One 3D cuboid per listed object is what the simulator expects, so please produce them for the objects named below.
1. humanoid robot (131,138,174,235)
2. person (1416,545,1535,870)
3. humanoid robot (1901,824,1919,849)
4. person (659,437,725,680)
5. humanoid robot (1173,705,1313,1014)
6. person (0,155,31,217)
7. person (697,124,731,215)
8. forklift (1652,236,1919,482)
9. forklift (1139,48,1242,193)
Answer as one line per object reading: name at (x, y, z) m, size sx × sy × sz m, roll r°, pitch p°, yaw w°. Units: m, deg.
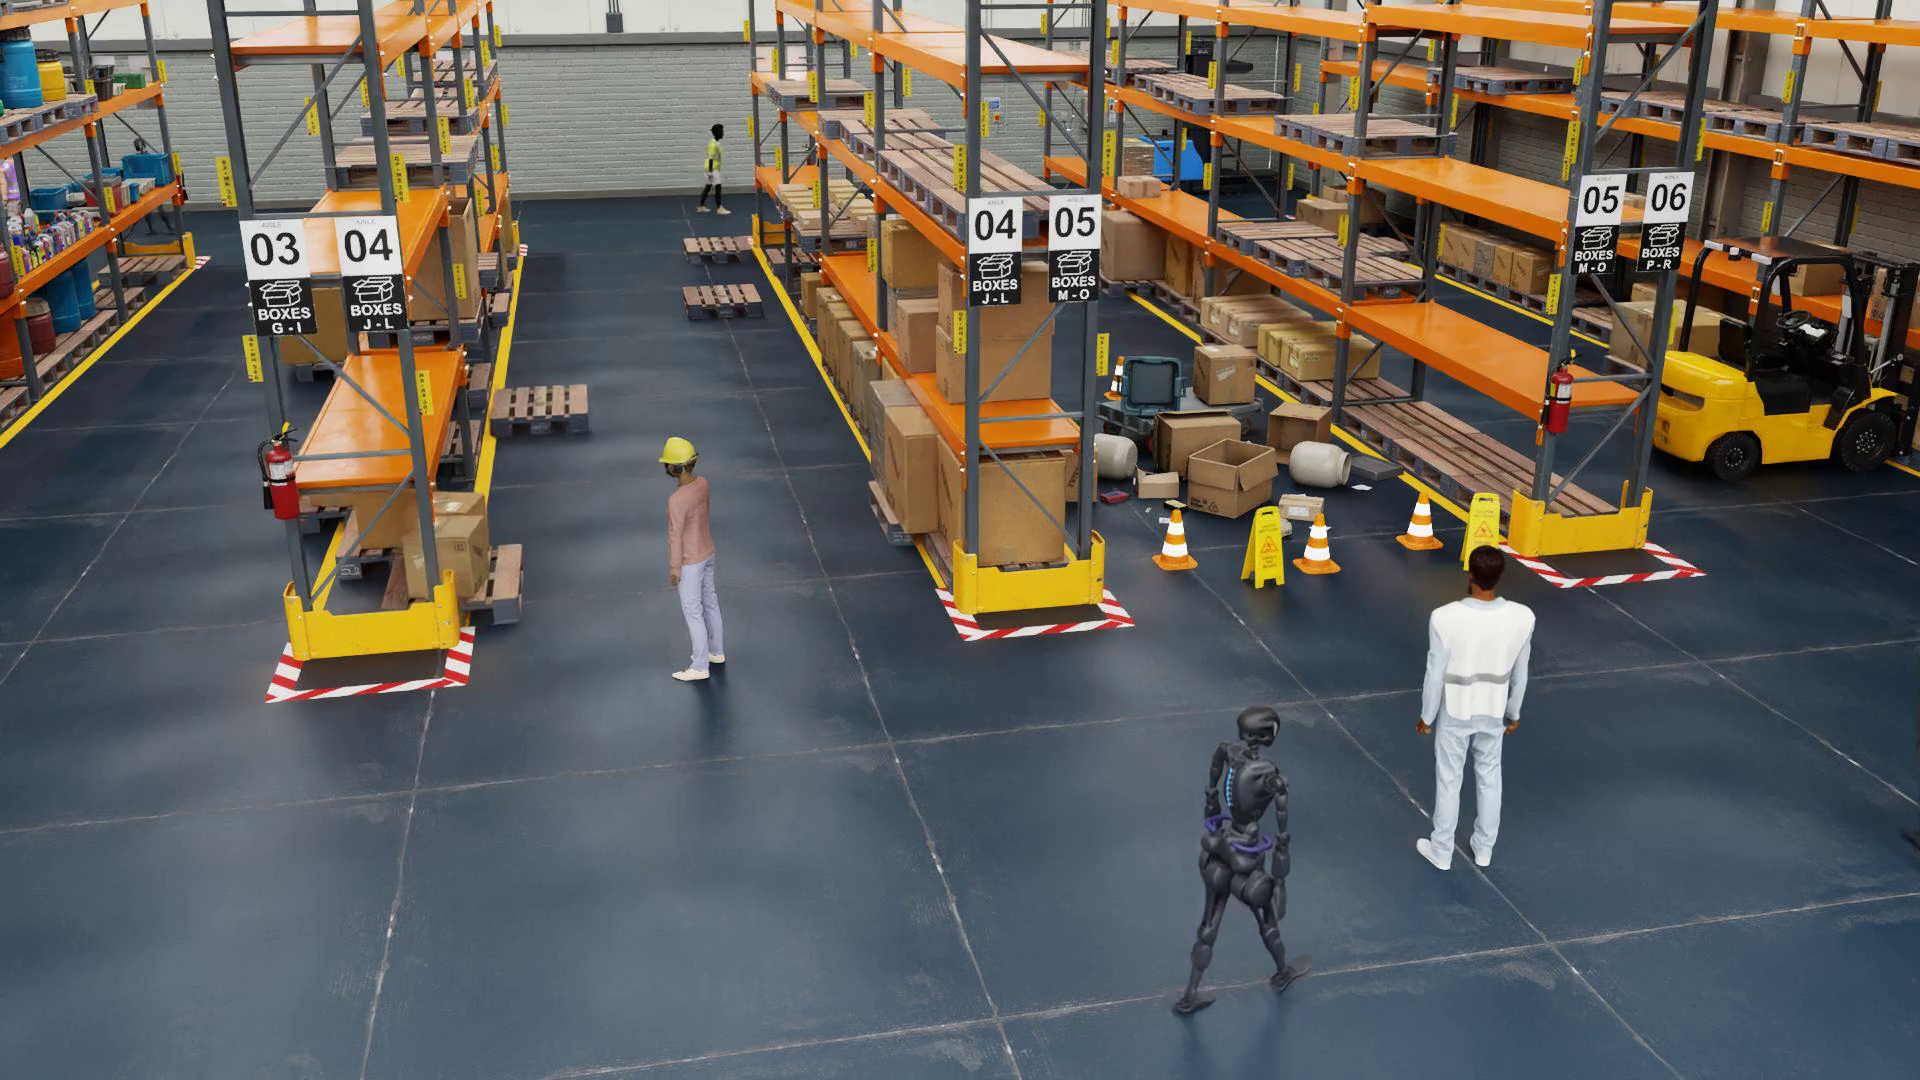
humanoid robot at (-13.879, -6.069, 28.517) m, size 0.590 × 1.639 × 0.392 m, roll 2°, pitch 20°, yaw 6°
person at (2.853, 0.950, 9.279) m, size 0.589 × 1.918 × 0.392 m, roll -1°, pitch 20°, yaw -4°
humanoid robot at (5.641, 1.129, 9.211) m, size 0.602 × 1.630 × 0.787 m, roll -3°, pitch 21°, yaw -9°
person at (-1.916, 0.125, 11.731) m, size 0.348 × 1.759 × 0.521 m, roll 6°, pitch 21°, yaw 15°
humanoid robot at (1.404, 1.525, 8.122) m, size 0.750 × 1.628 × 0.593 m, roll -13°, pitch 24°, yaw -32°
person at (-15.349, -5.546, 27.102) m, size 0.348 × 1.688 × 0.490 m, roll 11°, pitch 23°, yaw 26°
person at (-4.587, -6.808, 30.552) m, size 0.634 × 1.650 × 0.540 m, roll -1°, pitch 20°, yaw -3°
forklift at (8.013, -1.814, 16.330) m, size 2.313 × 2.155 × 1.214 m, roll -4°, pitch 21°, yaw -12°
forklift at (4.566, -8.313, 32.860) m, size 1.873 × 2.768 × 1.129 m, roll -4°, pitch 21°, yaw -12°
